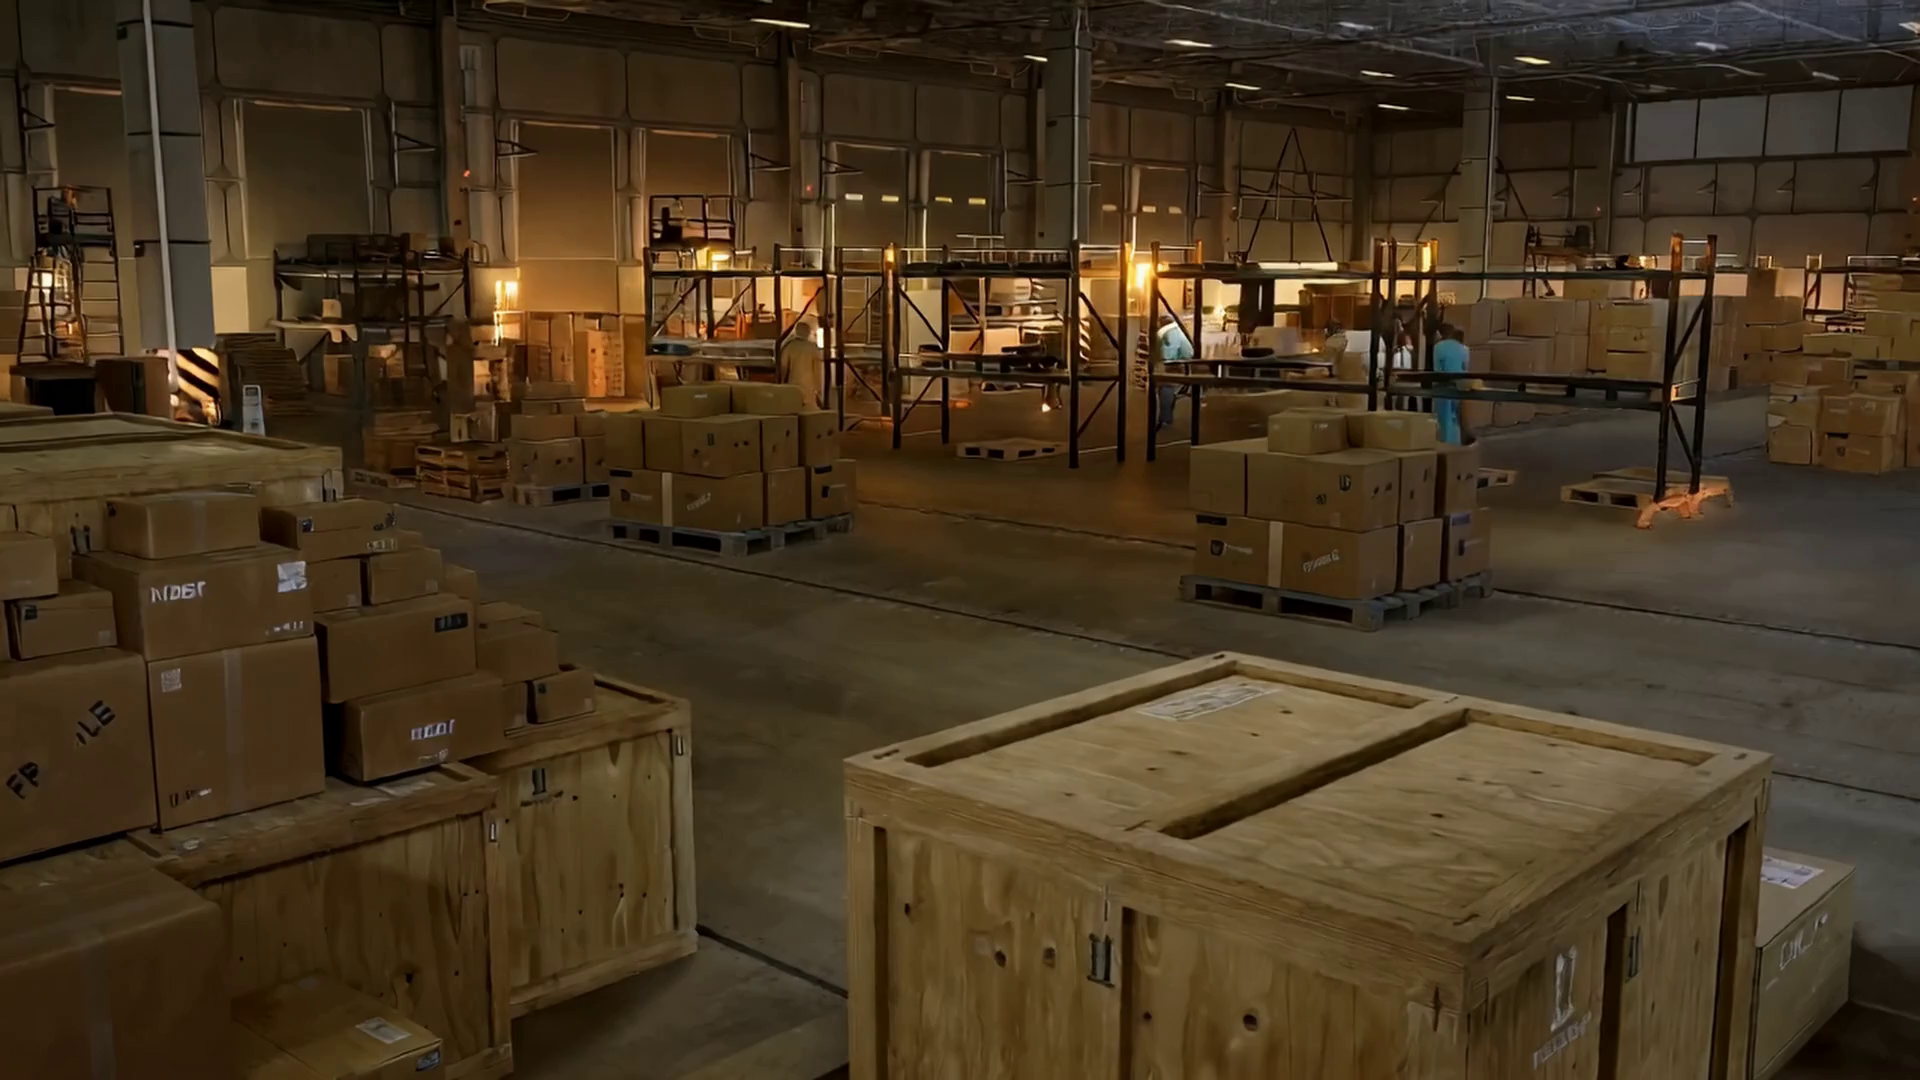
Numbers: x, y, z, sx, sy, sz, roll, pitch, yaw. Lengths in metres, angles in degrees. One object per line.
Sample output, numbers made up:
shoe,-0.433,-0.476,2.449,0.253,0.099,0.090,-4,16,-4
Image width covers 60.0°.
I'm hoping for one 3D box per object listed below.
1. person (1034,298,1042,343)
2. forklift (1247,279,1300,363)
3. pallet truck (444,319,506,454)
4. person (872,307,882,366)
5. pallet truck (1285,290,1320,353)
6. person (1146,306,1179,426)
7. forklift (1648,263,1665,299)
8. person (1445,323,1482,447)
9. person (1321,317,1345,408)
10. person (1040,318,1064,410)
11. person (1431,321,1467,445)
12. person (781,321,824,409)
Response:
person,1.974,-5.247,42.633,0.460,1.922,0.555,3,10,16
forklift,8.215,-6.142,45.201,1.873,2.768,1.129,9,13,43
pallet truck,-6.981,-1.942,22.150,1.885,1.965,0.823,1,9,9
person,-2.182,-5.393,44.438,0.313,1.633,0.517,-1,9,-6
pallet truck,11.297,-6.951,52.861,1.885,1.965,0.823,-5,11,-29
person,3.425,-2.948,28.187,0.536,2.000,0.683,-2,9,-11
forklift,18.906,-6.155,45.282,1.873,2.768,1.129,3,10,15
person,7.207,-2.215,24.239,0.963,1.856,0.610,-2,9,-10
person,5.681,-2.441,25.440,0.368,1.932,0.623,5,11,30
person,1.751,-3.322,31.414,0.485,1.736,0.321,-4,10,-25
person,6.773,-2.075,23.195,0.623,1.932,0.367,-5,11,-30
person,-2.191,-2.093,23.275,0.627,1.934,0.372,3,10,17
